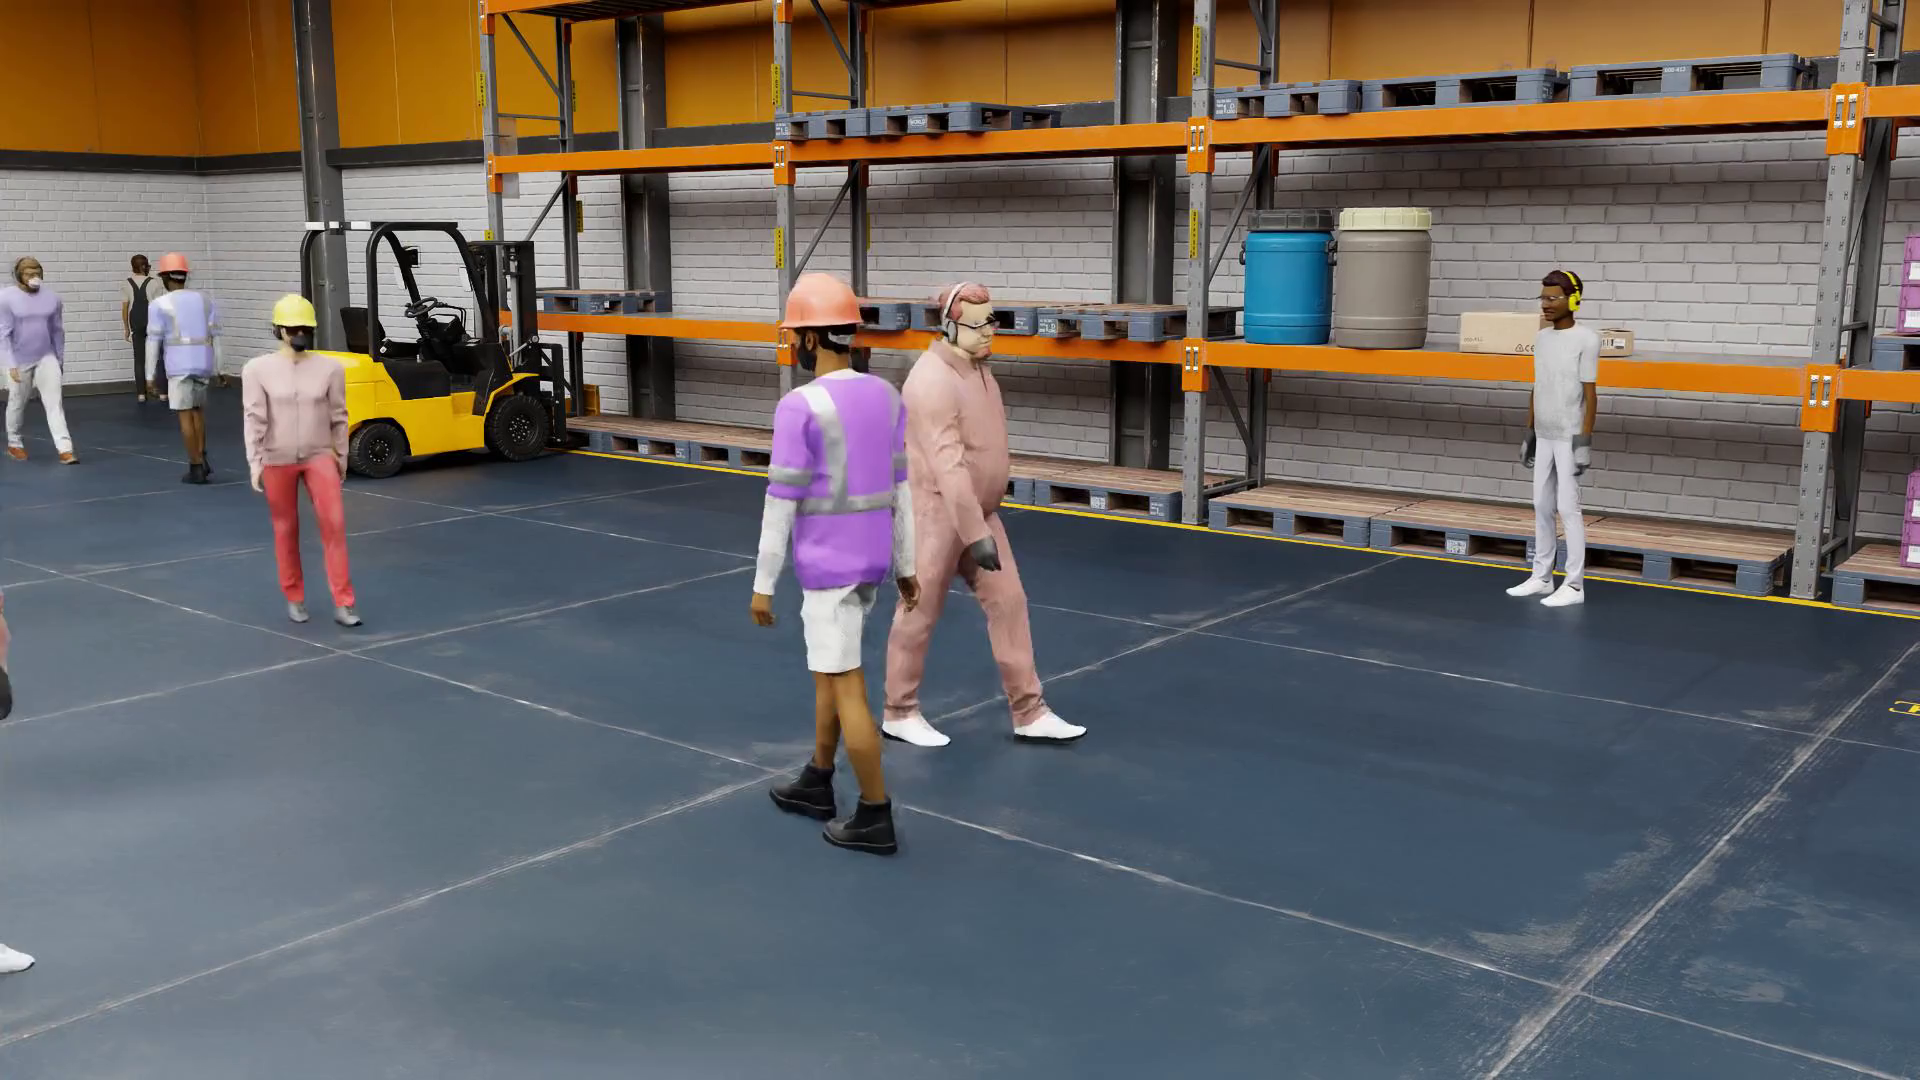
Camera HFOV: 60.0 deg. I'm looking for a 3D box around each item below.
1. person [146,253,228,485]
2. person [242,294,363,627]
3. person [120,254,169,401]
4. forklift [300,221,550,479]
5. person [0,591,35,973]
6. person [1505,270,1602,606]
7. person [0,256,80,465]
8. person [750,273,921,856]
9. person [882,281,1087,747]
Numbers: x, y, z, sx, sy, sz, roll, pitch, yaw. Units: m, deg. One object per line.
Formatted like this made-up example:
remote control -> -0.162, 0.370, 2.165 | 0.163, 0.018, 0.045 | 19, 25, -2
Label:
person -> -6.452, -1.418, 13.844 | 0.545, 1.911, 0.605 | 7, 13, 36
person -> -3.406, -0.388, 8.614 | 0.539, 1.737, 0.783 | -6, 12, -30
person -> -10.240, -2.658, 20.916 | 0.505, 1.842, 0.349 | -3, 11, -14
forklift -> -4.922, -1.741, 14.854 | 1.214, 2.155, 2.313 | 8, 13, 38
person -> -2.776, 0.408, 4.486 | 0.386, 1.626, 0.522 | 2, 10, 10
person -> 3.328, -0.563, 9.262 | 0.317, 1.860, 0.515 | -4, 11, -20
person -> -8.427, -1.623, 15.081 | 1.020, 1.885, 0.636 | 7, 13, 36
person -> -0.482, 0.072, 5.591 | 0.807, 1.905, 0.586 | 7, 13, 35
person -> 0.078, -0.065, 6.499 | 0.942, 1.856, 0.657 | 5, 11, 24
